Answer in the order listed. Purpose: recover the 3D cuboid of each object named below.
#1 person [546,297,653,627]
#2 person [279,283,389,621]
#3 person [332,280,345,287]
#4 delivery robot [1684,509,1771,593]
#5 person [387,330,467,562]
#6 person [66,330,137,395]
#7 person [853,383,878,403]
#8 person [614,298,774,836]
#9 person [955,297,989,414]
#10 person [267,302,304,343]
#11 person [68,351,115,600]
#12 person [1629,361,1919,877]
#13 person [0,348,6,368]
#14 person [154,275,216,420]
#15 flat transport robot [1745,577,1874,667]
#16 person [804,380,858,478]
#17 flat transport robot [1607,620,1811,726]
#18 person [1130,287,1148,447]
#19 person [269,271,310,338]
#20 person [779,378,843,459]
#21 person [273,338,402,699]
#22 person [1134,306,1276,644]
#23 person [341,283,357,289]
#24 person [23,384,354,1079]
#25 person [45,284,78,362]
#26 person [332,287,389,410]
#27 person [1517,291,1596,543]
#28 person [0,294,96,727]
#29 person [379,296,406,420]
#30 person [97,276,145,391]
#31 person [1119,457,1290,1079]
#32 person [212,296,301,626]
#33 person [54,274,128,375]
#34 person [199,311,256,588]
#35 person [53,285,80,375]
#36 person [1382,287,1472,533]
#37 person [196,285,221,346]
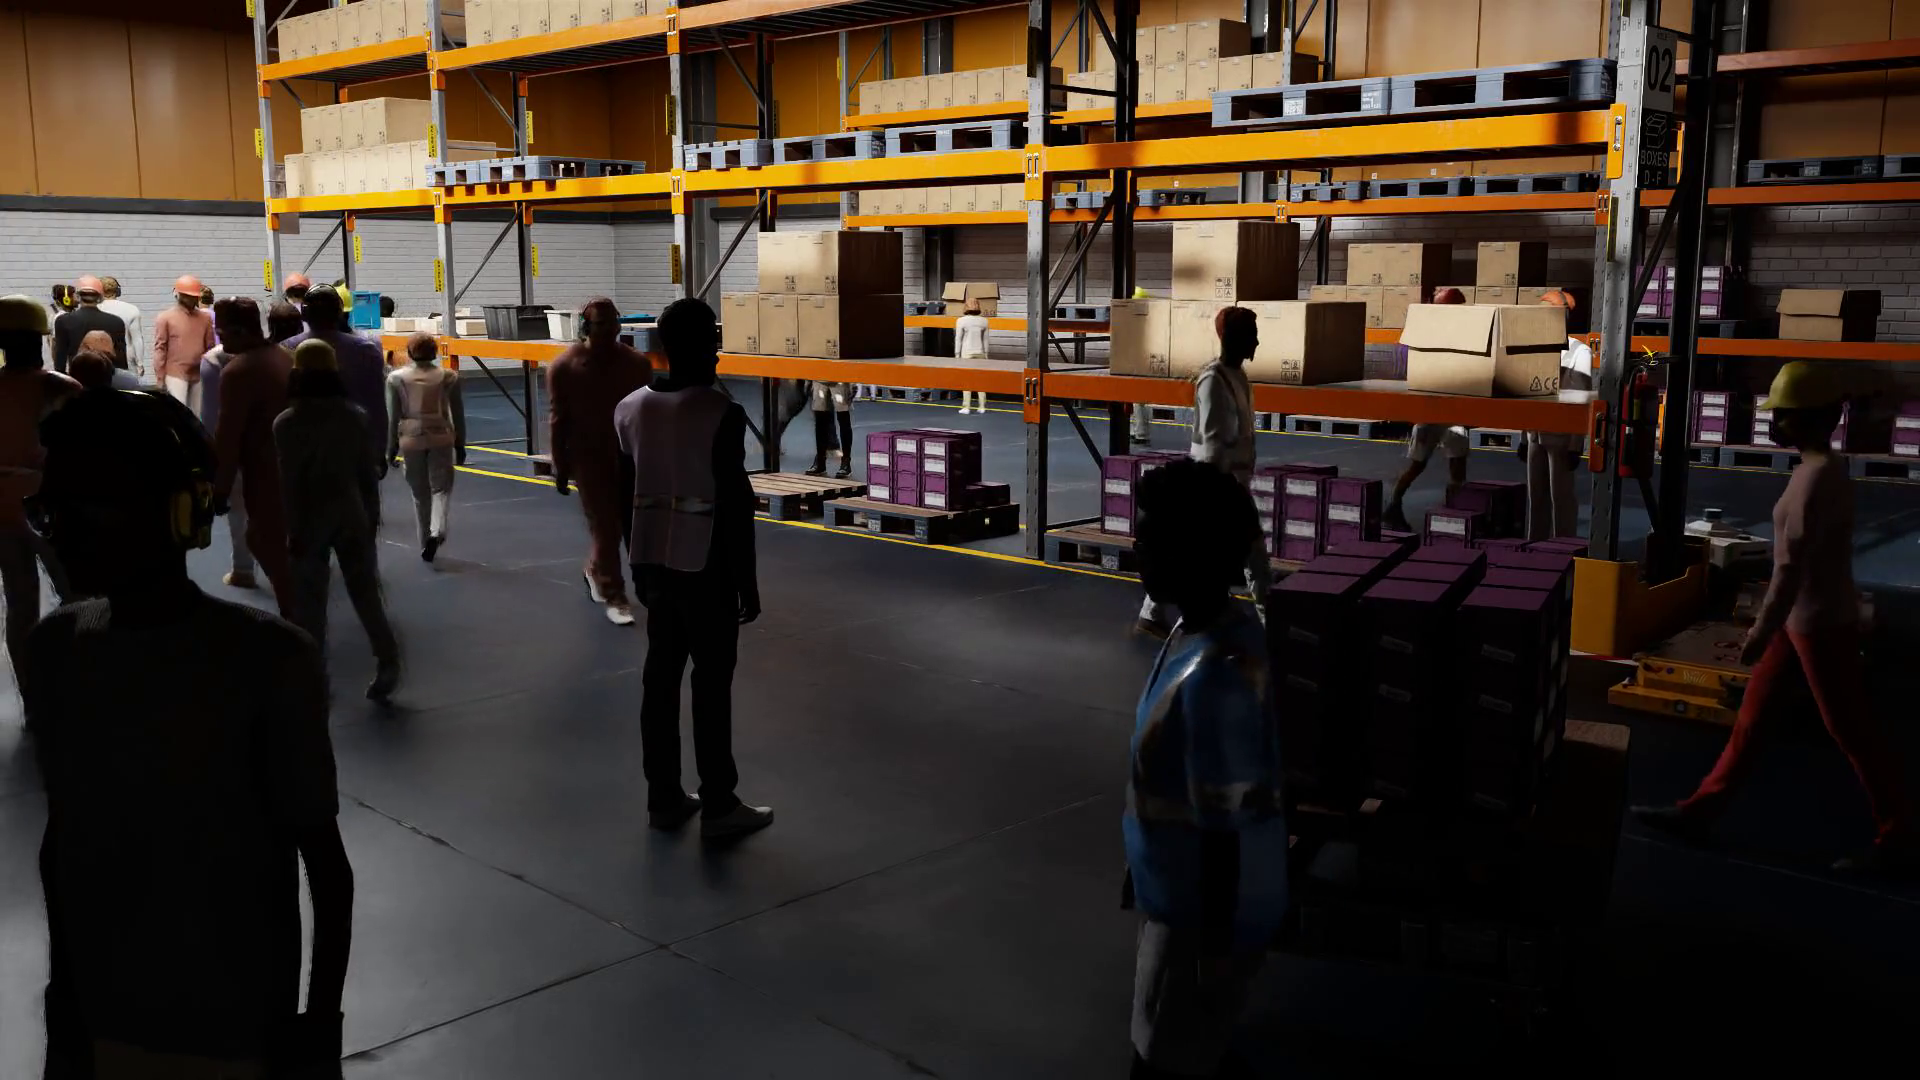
[{"bbox_3d":[-2.073,-0.487,9.730,0.653,1.870,0.941,-6,11,-34],"label":"person"},{"bbox_3d":[-3.615,-0.498,9.579,0.636,1.939,0.364,-4,10,-23],"label":"person"},{"bbox_3d":[-9.858,-3.242,26.703,0.638,1.858,1.101,-1,9,-5],"label":"person"},{"bbox_3d":[4.581,0.052,10.148,0.477,0.478,0.707,-3,10,-17],"label":"delivery robot"},{"bbox_3d":[-3.662,-0.634,11.423,0.528,1.615,0.702,-2,9,-11],"label":"person"},{"bbox_3d":[-5.839,-0.631,11.438,0.602,1.614,0.501,6,11,34],"label":"person"},{"bbox_3d":[-1.461,-2.952,25.227,0.545,1.763,0.379,-4,10,-25],"label":"person"},{"bbox_3d":[-0.972,0.103,5.955,0.587,1.920,0.391,6,11,33],"label":"person"},{"bbox_3d":[0.176,-2.576,23.280,0.497,1.624,0.282,-4,10,-24],"label":"person"},{"bbox_3d":[-4.475,-0.688,11.141,0.622,1.811,0.836,-9,13,-42],"label":"person"},{"bbox_3d":[-4.554,-0.204,8.837,0.545,1.592,0.862,-2,10,-14],"label":"person"},{"bbox_3d":[2.814,0.265,5.590,0.918,1.708,0.539,4,10,23],"label":"person"},{"bbox_3d":[-9.073,-1.363,15.343,0.887,1.812,0.620,5,11,29],"label":"person"},{"bbox_3d":[-7.656,-1.645,16.539,0.494,1.967,0.655,5,10,28],"label":"person"},{"bbox_3d":[4.578,0.424,9.022,0.652,0.197,1.431,5,10,28],"label":"flat transport robot"},{"bbox_3d":[-1.248,-1.578,16.123,0.603,1.963,0.368,4,10,21],"label":"person"},{"bbox_3d":[3.666,0.611,7.879,0.652,0.197,1.431,8,12,41],"label":"flat transport robot"},{"bbox_3d":[1.952,-1.983,19.061,0.620,1.809,0.732,-7,12,-37],"label":"person"},{"bbox_3d":[-6.732,-1.747,17.054,0.619,2.014,0.900,-5,10,-26],"label":"person"},{"bbox_3d":[-1.671,-1.883,17.760,0.955,2.000,0.684,6,11,34],"label":"person"},{"bbox_3d":[-2.924,-0.092,7.838,0.832,1.709,0.505,9,13,43],"label":"person"},{"bbox_3d":[1.382,-0.315,8.799,1.008,1.834,0.602,5,11,29],"label":"person"},{"bbox_3d":[-9.053,-2.921,24.758,0.590,1.833,0.404,2,9,12],"label":"person"},{"bbox_3d":[-1.103,0.711,2.376,0.513,1.871,0.329,3,10,16],"label":"person"},{"bbox_3d":[-12.706,-2.715,23.565,0.523,1.804,0.526,6,11,34],"label":"person"},{"bbox_3d":[-4.772,-1.032,13.005,0.643,1.886,0.861,-4,10,-22],"label":"person"},{"bbox_3d":[3.755,-0.632,10.568,0.356,1.883,0.573,-3,10,-17],"label":"person"},{"bbox_3d":[-4.064,-0.108,7.254,0.593,1.912,0.489,0,9,-1],"label":"person"},{"bbox_3d":[-7.226,-2.257,21.128,0.362,1.677,0.547,-4,10,-21],"label":"person"},{"bbox_3d":[-9.499,-1.984,18.693,0.628,1.940,0.373,-3,10,-20],"label":"person"},{"bbox_3d":[0.504,0.681,3.146,0.512,1.680,0.543,1,9,8],"label":"person"},{"bbox_3d":[-3.617,-0.324,8.692,0.453,1.879,0.666,0,9,0],"label":"person"},{"bbox_3d":[-8.095,-1.488,15.536,0.616,1.970,0.646,-5,11,-30],"label":"person"},{"bbox_3d":[-4.483,-0.595,10.495,0.504,1.832,0.645,6,11,32],"label":"person"},{"bbox_3d":[-10.693,-2.118,19.858,0.924,1.838,0.535,-4,10,-22],"label":"person"},{"bbox_3d":[3.556,-0.941,12.457,0.555,1.900,0.992,-5,10,-26],"label":"person"},{"bbox_3d":[-8.355,-1.908,18.502,0.376,1.844,0.573,6,11,33],"label":"person"}]
